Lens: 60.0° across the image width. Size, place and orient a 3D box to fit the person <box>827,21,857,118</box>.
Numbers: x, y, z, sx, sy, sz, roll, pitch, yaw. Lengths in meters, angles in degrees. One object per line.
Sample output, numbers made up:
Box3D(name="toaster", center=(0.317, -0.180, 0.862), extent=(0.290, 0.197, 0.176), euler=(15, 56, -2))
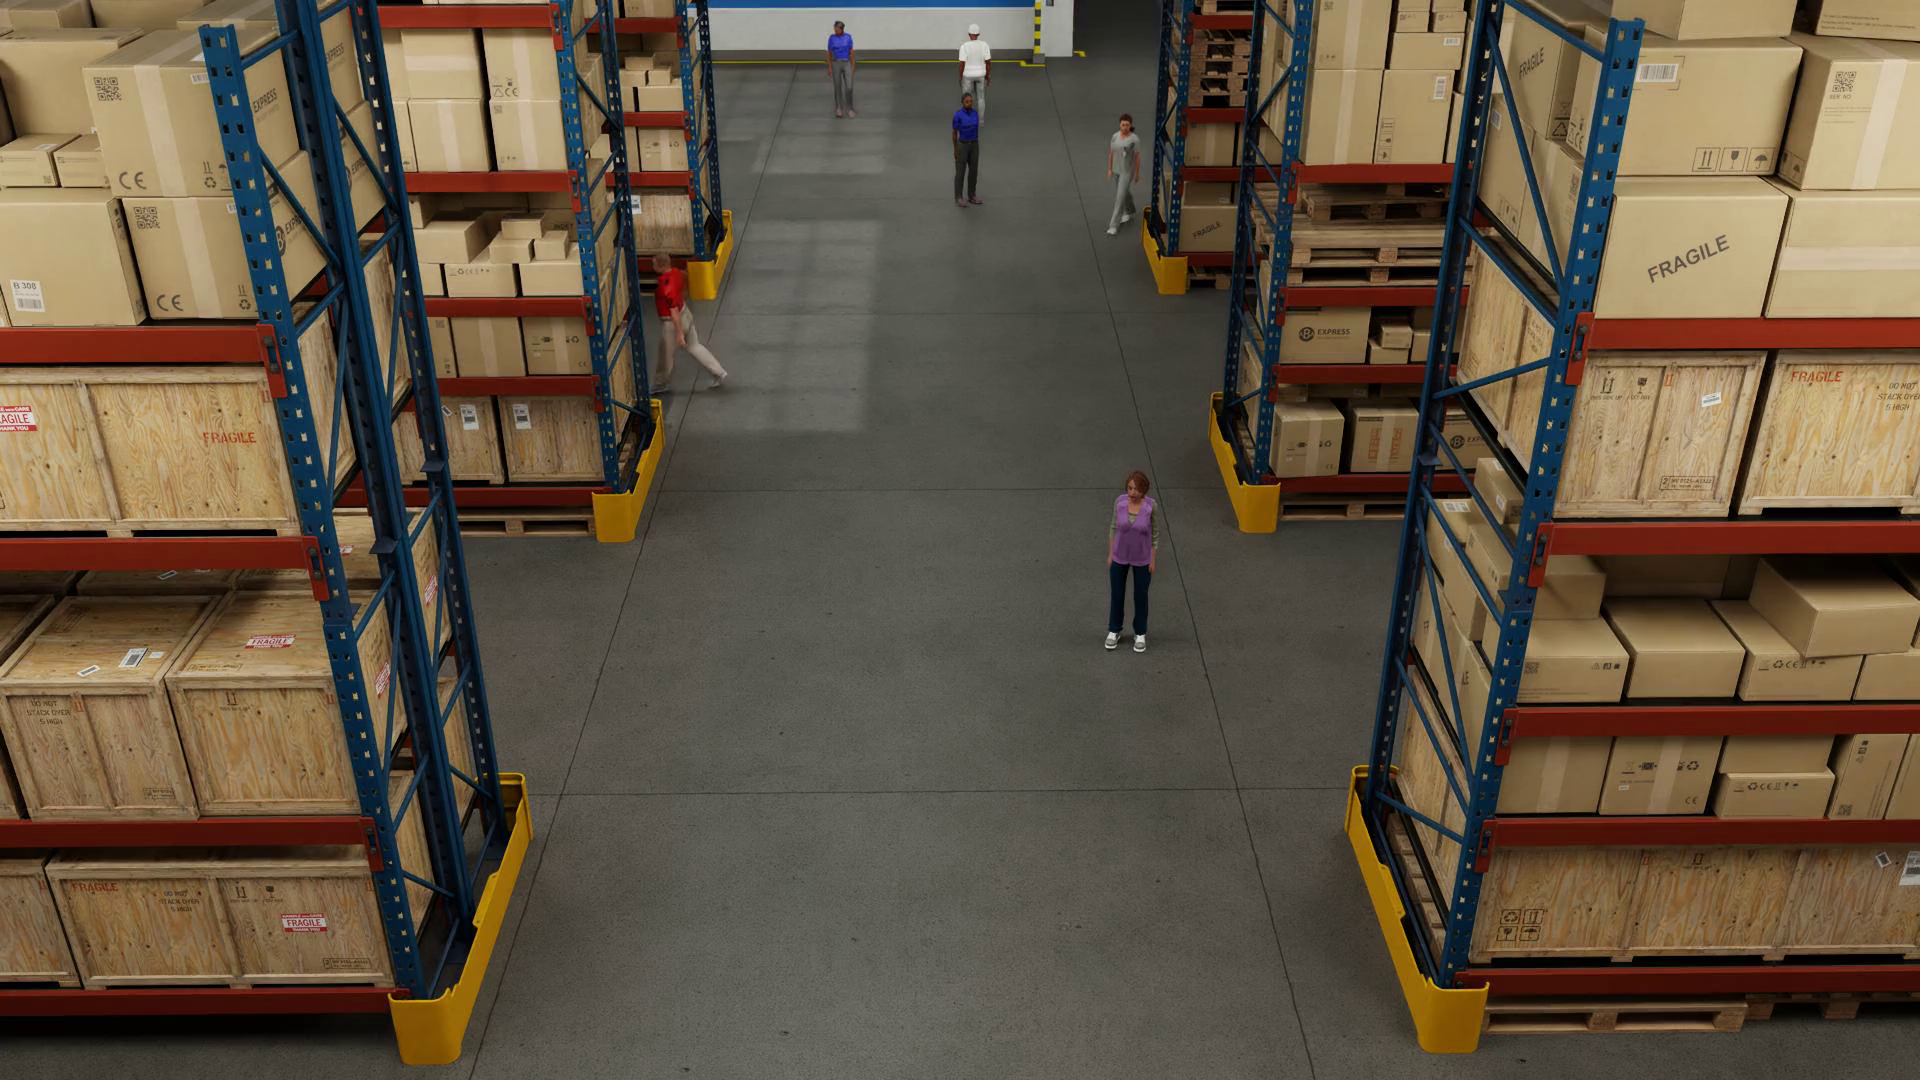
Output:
Box3D(name="person", center=(-2.109, -8.383, 29.586), extent=(0.487, 1.652, 0.476), euler=(-2, 28, -3))

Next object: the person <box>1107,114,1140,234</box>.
Box3D(name="person", center=(2.325, -5.278, 23.820), extent=(0.432, 1.641, 0.963), euler=(22, 35, 35))

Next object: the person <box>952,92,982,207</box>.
Box3D(name="person", center=(0.121, -5.865, 24.930), extent=(0.439, 1.659, 0.339), euler=(-16, 32, -28))

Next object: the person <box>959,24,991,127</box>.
Box3D(name="person", center=(0.238, -8.091, 28.957), extent=(0.560, 1.768, 0.416), euler=(-7, 29, -12))

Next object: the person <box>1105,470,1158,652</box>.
Box3D(name="person", center=(1.421, 0.169, 13.767), extent=(0.407, 1.601, 0.333), euler=(7, 29, 12))

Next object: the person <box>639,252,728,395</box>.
Box3D(name="person", center=(-3.139, -2.424, 18.482), extent=(1.031, 1.680, 0.653), euler=(-2, 28, -4))

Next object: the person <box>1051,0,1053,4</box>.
Box3D(name="person", center=(2.104, -12.346, 36.984), extent=(0.463, 1.693, 0.586), euler=(-9, 29, -16))
